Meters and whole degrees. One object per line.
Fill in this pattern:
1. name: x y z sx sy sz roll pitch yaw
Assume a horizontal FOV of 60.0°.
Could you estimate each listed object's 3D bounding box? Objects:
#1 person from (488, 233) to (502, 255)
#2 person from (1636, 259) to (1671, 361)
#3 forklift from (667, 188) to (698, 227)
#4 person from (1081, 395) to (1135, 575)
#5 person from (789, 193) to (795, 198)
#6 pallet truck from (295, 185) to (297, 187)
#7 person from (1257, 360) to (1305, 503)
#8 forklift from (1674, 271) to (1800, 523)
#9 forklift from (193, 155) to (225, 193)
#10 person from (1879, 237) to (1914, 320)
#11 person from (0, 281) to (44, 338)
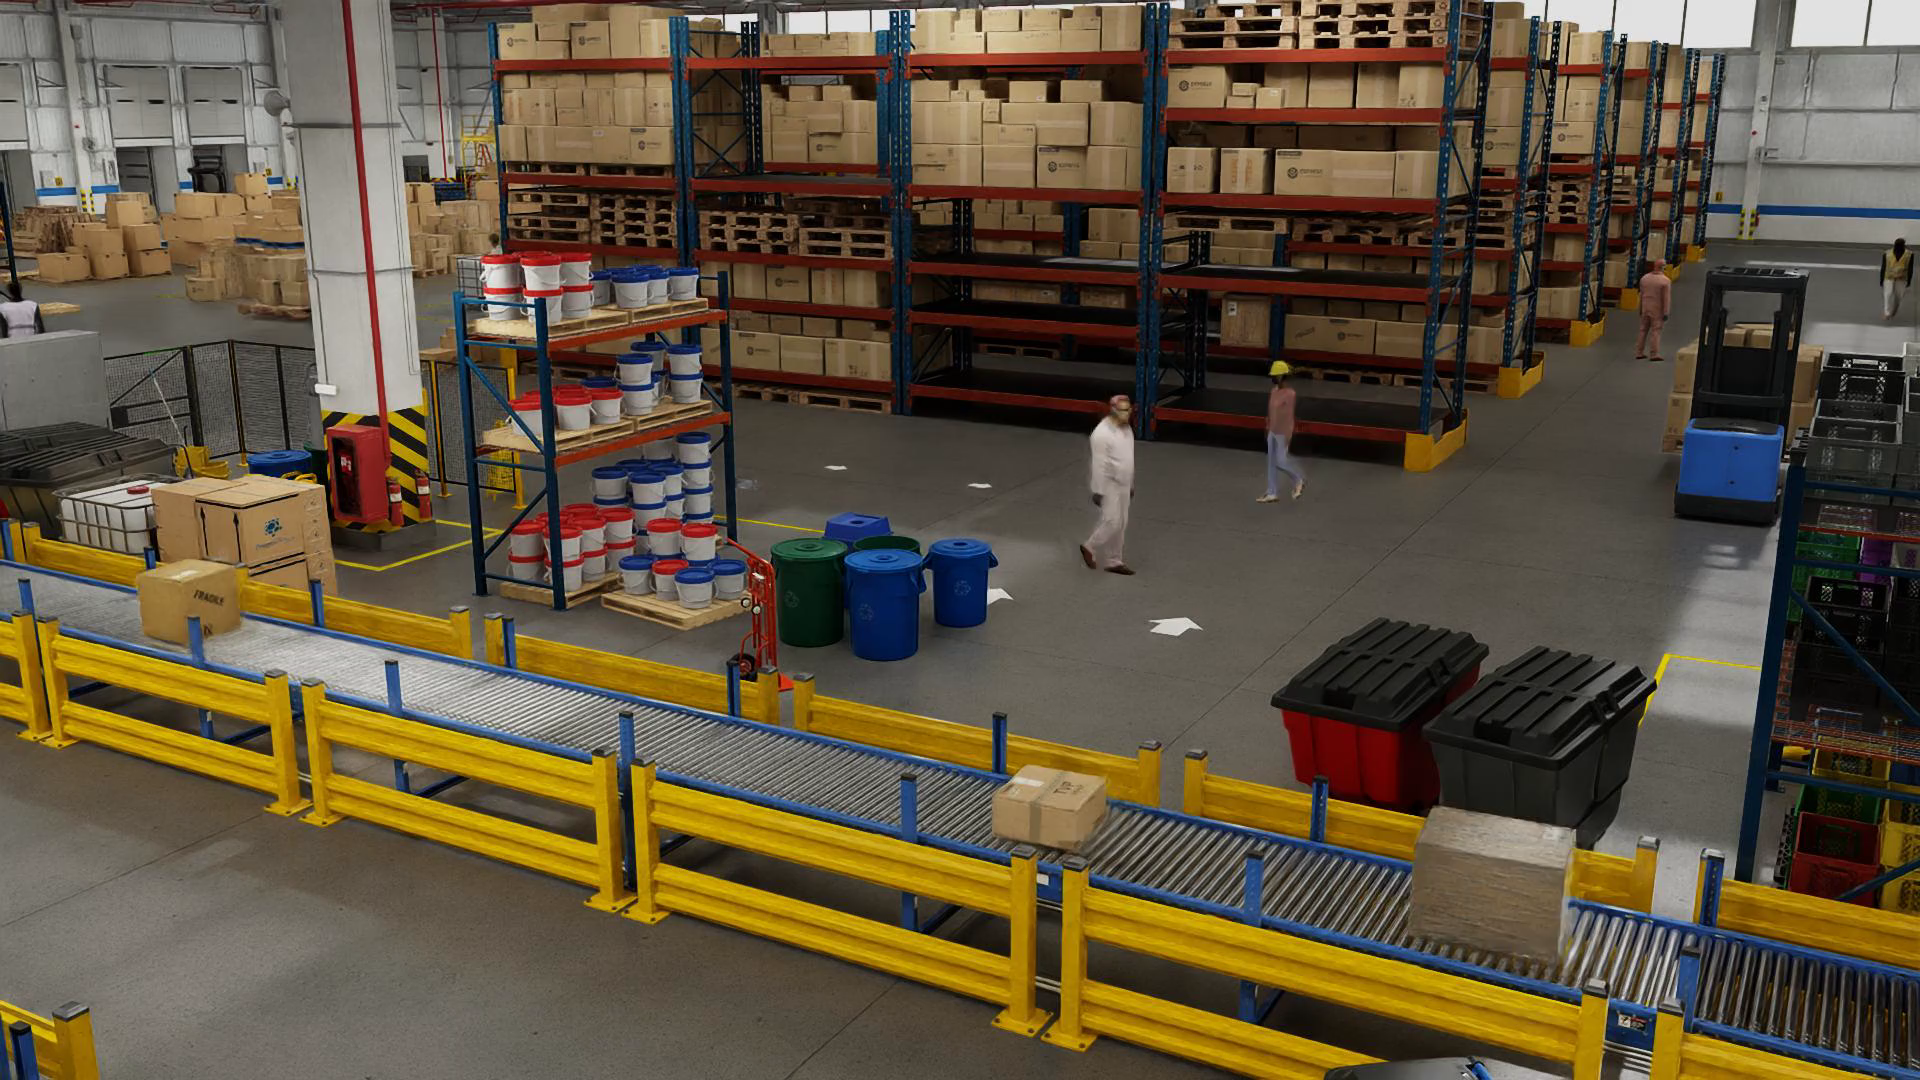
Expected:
1. person: -10.207 -5.817 36.773 0.353 1.936 0.635 -6 16 -21
2. person: 13.028 -4.307 31.177 0.399 1.900 0.643 -9 17 -30
3. forklift: -8.099 -9.401 48.440 1.129 2.768 1.873 8 17 28
4. person: 1.576 -0.563 17.104 0.474 1.890 0.675 11 19 36
5. person: -5.587 -10.779 55.455 0.575 1.919 0.412 3 15 9
6. pallet truck: -26.804 -14.617 69.738 1.885 1.965 0.823 -14 20 -42
7. person: 3.899 -1.309 20.162 0.484 1.752 0.547 -6 16 -21
8. forklift: 9.269 -1.763 19.726 1.129 2.768 1.873 8 17 27
9. forklift: -26.647 -12.289 59.298 1.129 2.768 1.873 -3 15 -12
10. person: 20.737 -5.787 36.878 0.653 1.827 0.448 8 17 27
11. person: -15.326 -3.272 27.250 0.595 1.919 0.391 -6 16 -23
